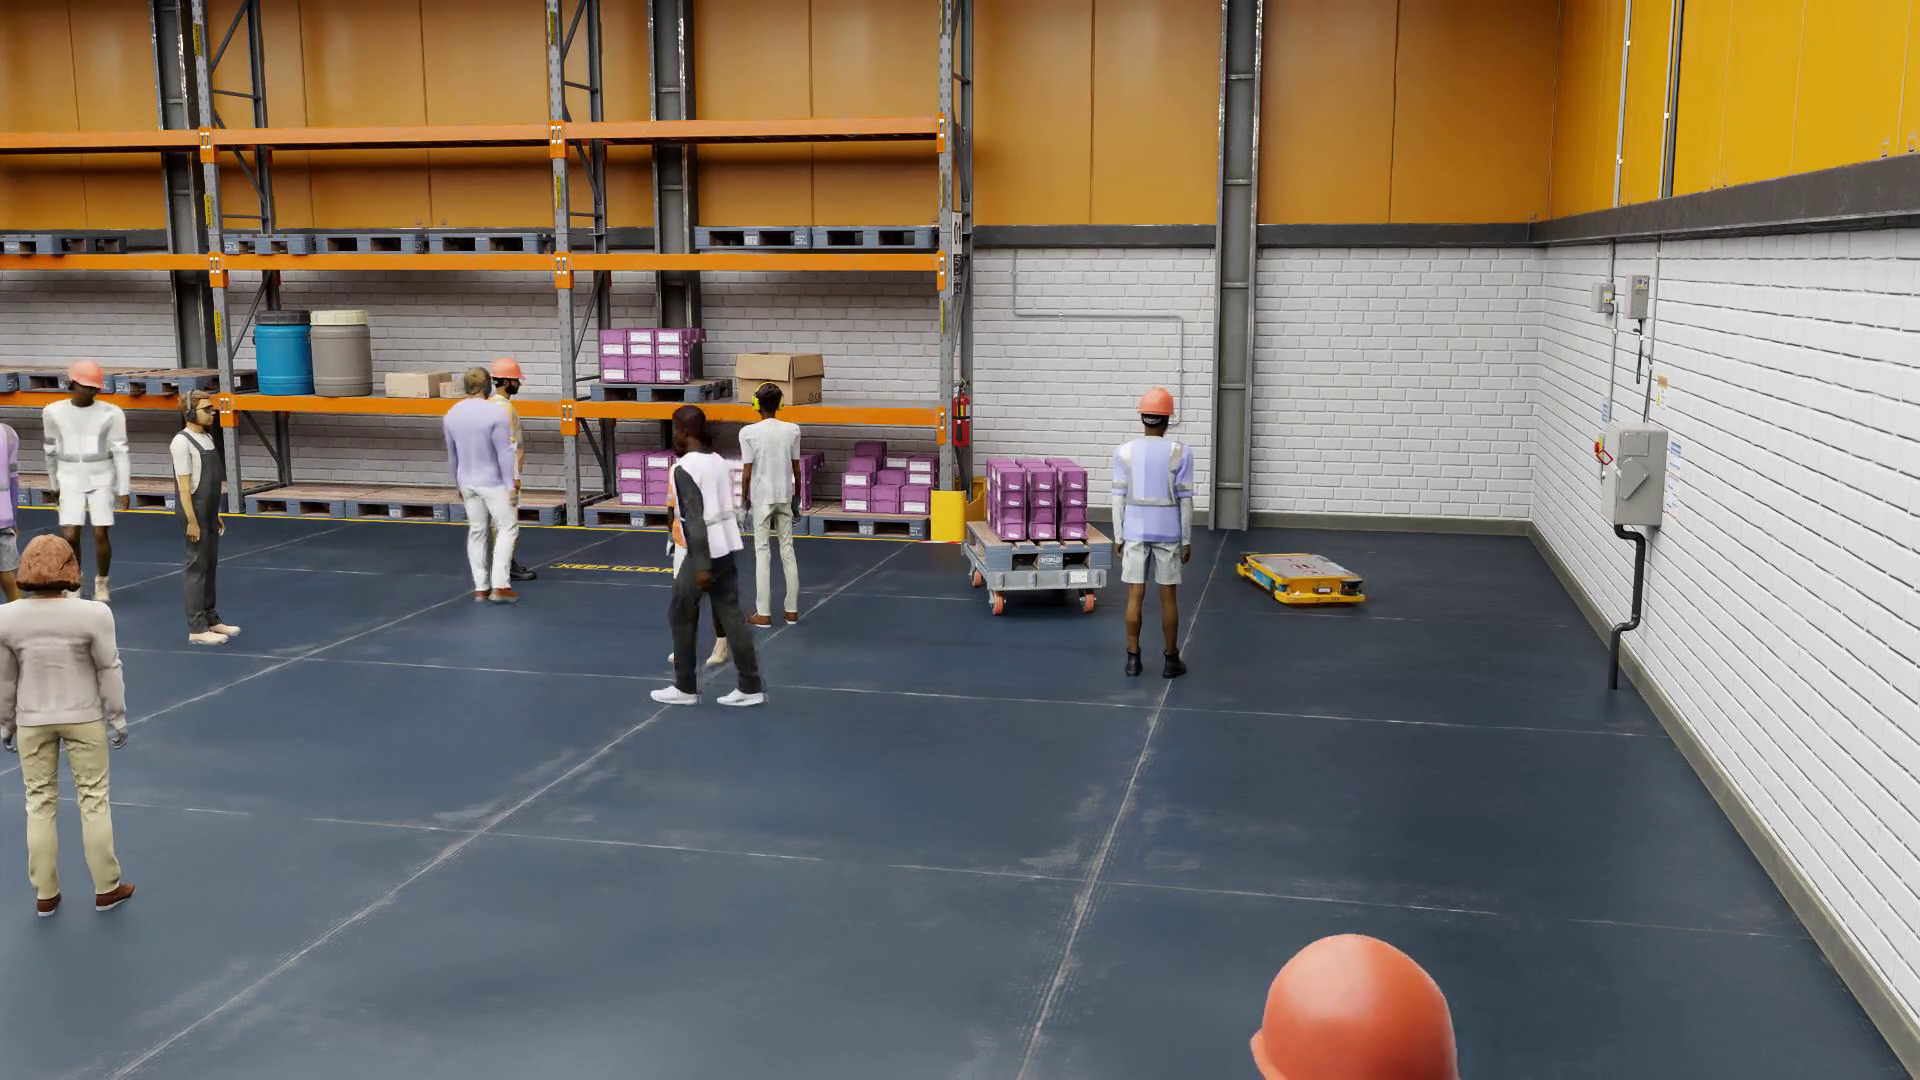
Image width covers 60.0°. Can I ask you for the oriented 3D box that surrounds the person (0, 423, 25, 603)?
[{"bbox_3d":[-6.584,-0.107,11.165,0.393,2.034,0.605,2,10,11],"label":"person"}]

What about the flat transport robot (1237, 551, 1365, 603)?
[{"bbox_3d":[2.840,0.300,13.957,0.652,0.197,1.431,-1,10,-6],"label":"flat transport robot"}]

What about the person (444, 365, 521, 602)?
[{"bbox_3d":[-3.841,-0.442,13.442,0.679,1.928,0.437,4,11,24],"label":"person"}]

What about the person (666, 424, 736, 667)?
[{"bbox_3d":[-1.790,0.020,11.406,0.541,1.696,0.316,4,11,24],"label":"person"}]

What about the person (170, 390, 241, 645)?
[{"bbox_3d":[-5.495,-0.167,12.072,0.345,1.847,0.506,-1,10,-5],"label":"person"}]

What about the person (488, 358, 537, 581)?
[{"bbox_3d":[-3.912,-0.612,14.440,0.364,1.934,0.552,-5,11,-29],"label":"person"}]

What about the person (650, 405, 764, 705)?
[{"bbox_3d":[-1.600,0.106,10.350,0.845,1.874,0.614,4,10,21],"label":"person"}]

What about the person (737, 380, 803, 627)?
[{"bbox_3d":[-1.440,-0.268,12.613,0.512,1.868,0.329,-5,11,-28],"label":"person"}]

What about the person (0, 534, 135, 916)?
[{"bbox_3d":[-3.811,0.785,7.063,0.508,1.631,0.271,-2,10,-13],"label":"person"}]

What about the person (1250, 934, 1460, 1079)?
[{"bbox_3d":[0.503,1.469,2.082,0.608,1.954,0.995,-3,10,-18],"label":"person"}]

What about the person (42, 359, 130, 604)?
[{"bbox_3d":[-6.940,-0.446,13.267,0.624,1.995,0.613,-3,10,-17],"label":"person"}]

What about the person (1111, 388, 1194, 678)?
[{"bbox_3d":[1.283,-0.041,11.079,0.547,1.929,0.385,3,10,16],"label":"person"}]
